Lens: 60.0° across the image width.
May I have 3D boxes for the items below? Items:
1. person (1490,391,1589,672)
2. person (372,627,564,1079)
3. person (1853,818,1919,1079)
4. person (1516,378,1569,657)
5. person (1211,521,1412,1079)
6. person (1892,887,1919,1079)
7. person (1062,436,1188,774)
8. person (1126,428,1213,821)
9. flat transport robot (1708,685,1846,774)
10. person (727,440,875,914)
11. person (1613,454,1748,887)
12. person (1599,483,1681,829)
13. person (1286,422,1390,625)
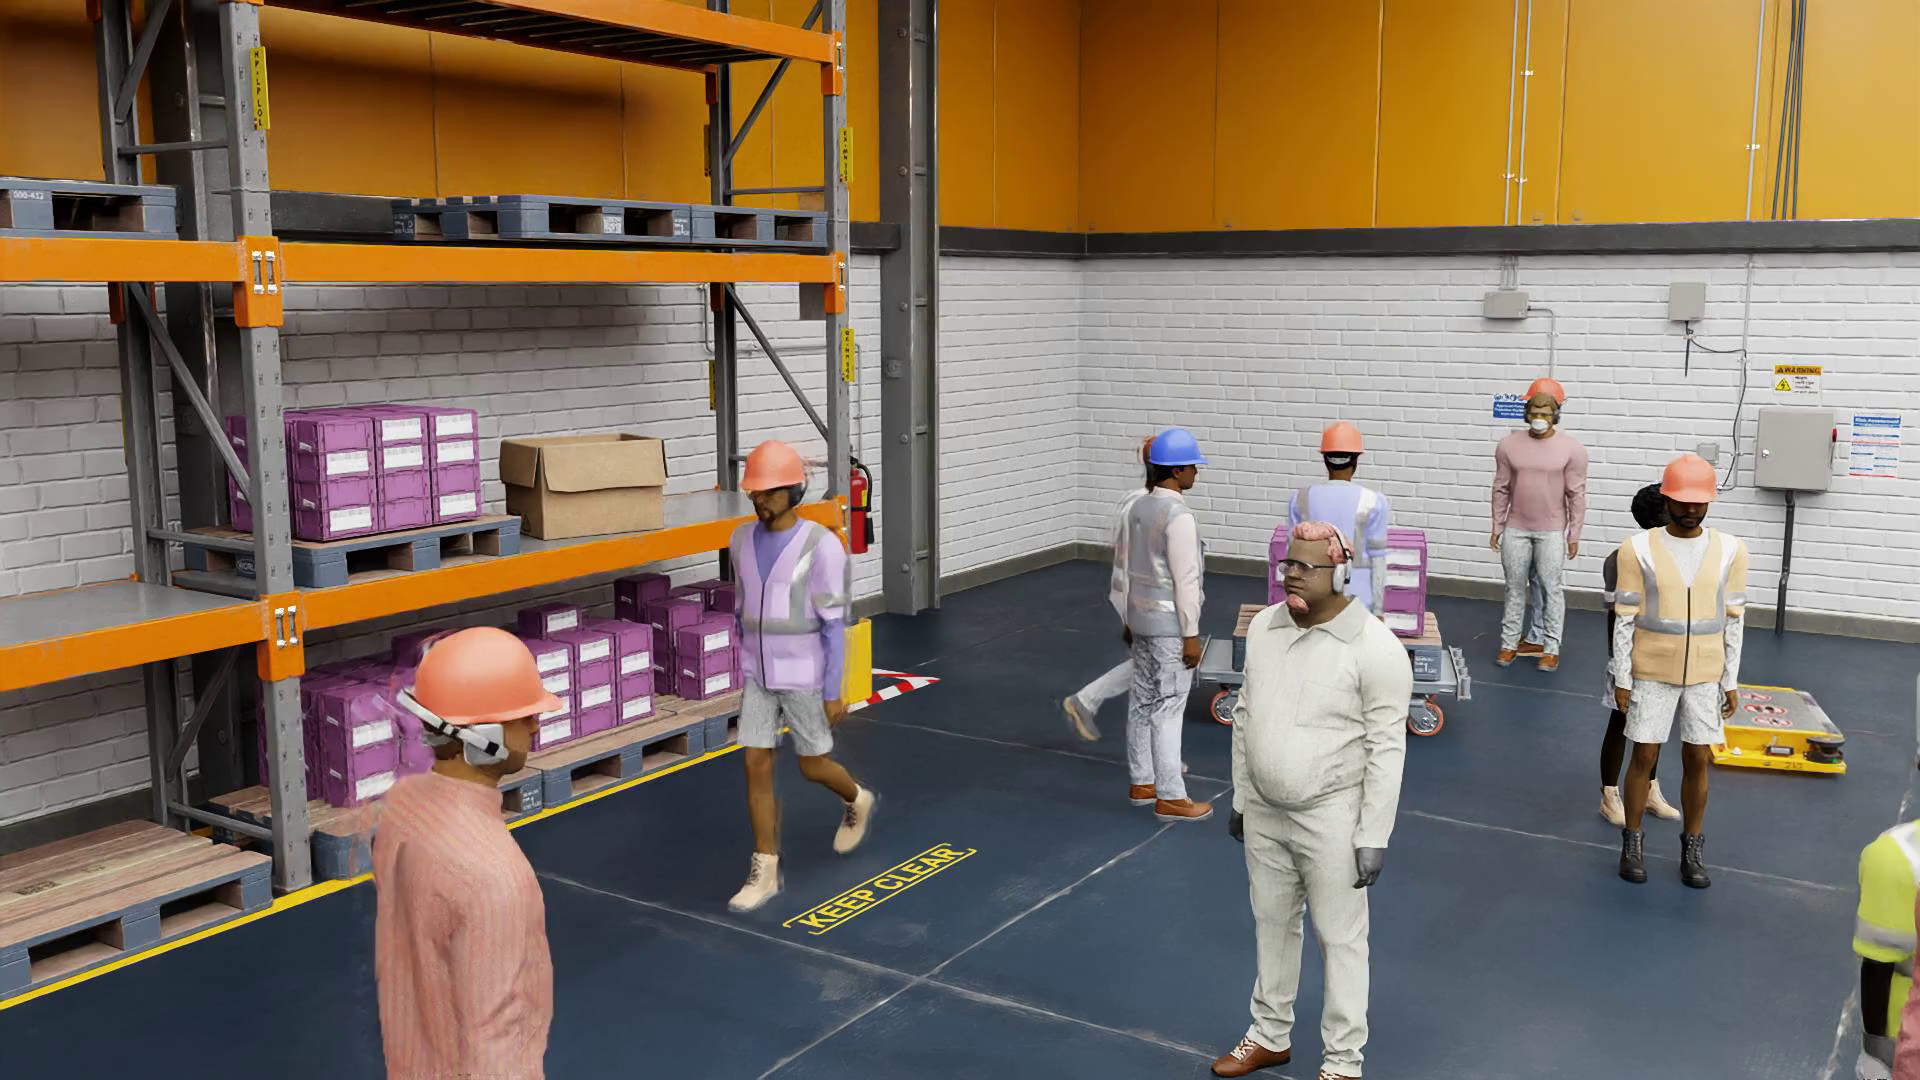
[{"bbox_3d":[3.982,-0.062,11.484,0.635,1.931,0.366,7,11,36],"label":"person"},{"bbox_3d":[-1.102,1.150,3.517,0.951,1.966,0.607,-8,12,-41],"label":"person"},{"bbox_3d":[2.390,1.208,3.986,0.552,1.695,0.322,-1,9,-5],"label":"person"},{"bbox_3d":[4.154,-0.162,11.909,0.375,1.997,0.612,5,10,30],"label":"person"},{"bbox_3d":[1.117,0.884,5.395,0.408,1.913,0.641,-7,11,-40],"label":"person"},{"bbox_3d":[2.019,1.238,3.004,0.629,1.940,0.372,7,11,38],"label":"person"},{"bbox_3d":[0.900,0.342,9.098,0.722,1.862,0.593,4,10,25],"label":"person"},{"bbox_3d":[1.032,0.417,8.307,0.397,1.949,0.603,-3,9,-18],"label":"person"},{"bbox_3d":[4.624,1.050,9.622,0.652,0.197,1.431,3,9,17],"label":"flat transport robot"},{"bbox_3d":[-0.703,0.550,7.273,0.607,2.017,0.877,5,10,31],"label":"person"},{"bbox_3d":[3.160,0.580,7.330,0.539,1.929,0.388,2,9,10],"label":"person"},{"bbox_3d":[3.378,0.562,8.166,0.540,1.699,0.315,-4,10,-24],"label":"person"},{"bbox_3d":[2.043,0.323,9.010,0.544,1.923,0.407,5,10,29],"label":"person"}]
